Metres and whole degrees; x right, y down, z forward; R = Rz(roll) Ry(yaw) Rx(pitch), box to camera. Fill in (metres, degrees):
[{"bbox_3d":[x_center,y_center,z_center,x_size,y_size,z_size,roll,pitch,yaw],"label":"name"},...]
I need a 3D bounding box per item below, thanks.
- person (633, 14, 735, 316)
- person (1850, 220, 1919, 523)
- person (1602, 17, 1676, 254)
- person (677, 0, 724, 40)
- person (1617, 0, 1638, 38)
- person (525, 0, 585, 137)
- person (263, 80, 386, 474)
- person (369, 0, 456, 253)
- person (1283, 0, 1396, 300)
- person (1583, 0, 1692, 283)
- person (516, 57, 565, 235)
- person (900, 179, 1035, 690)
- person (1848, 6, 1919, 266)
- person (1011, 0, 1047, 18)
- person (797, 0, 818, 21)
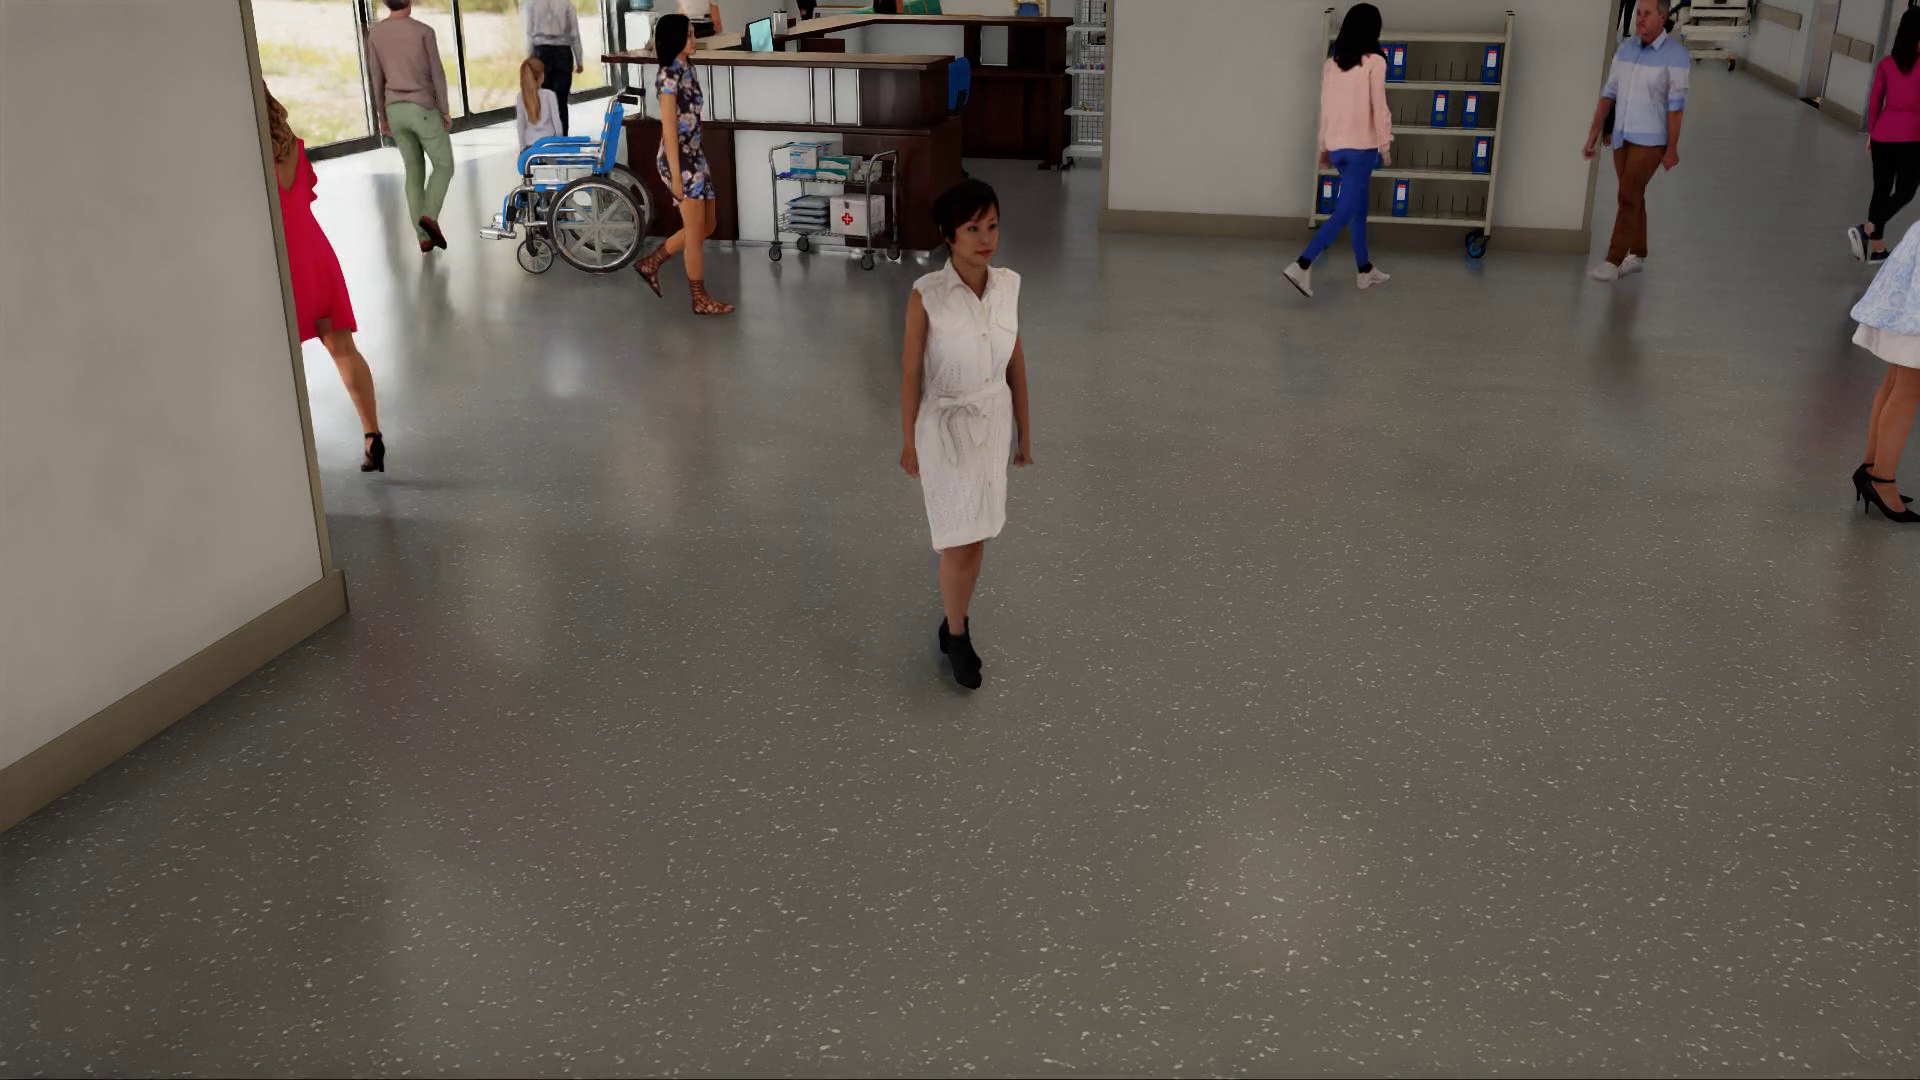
[{"bbox_3d":[-1.675,-2.168,9.721,0.861,1.724,0.654,4,21,9],"label":"person"},{"bbox_3d":[3.779,-0.975,6.446,0.743,1.813,0.721,8,22,20],"label":"person"},{"bbox_3d":[4.751,-2.803,11.534,0.819,1.627,0.756,-15,25,-34],"label":"person"},{"bbox_3d":[-2.892,-5.419,18.310,0.948,1.719,0.695,4,21,11],"label":"person"},{"bbox_3d":[12.706,-10.421,31.663,0.619,1.616,0.747,1,21,4],"label":"person"},{"bbox_3d":[-3.937,-4.613,16.109,1.177,1.771,0.979,-1,21,-3],"label":"person"},{"bbox_3d":[-2.658,-1.048,6.846,1.142,1.665,0.812,13,25,31],"label":"person"},{"bbox_3d":[-3.774,-2.869,11.396,0.827,1.847,0.826,3,21,9],"label":"person"},{"bbox_3d":[2.317,-2.323,10.114,1.207,1.734,1.149,-10,23,-25],"label":"person"},{"bbox_3d":[4.428,-2.578,10.701,1.098,1.796,1.021,-9,23,-23],"label":"person"},{"bbox_3d":[-3.121,-2.908,12.324,0.749,1.264,0.540,5,21,13],"label":"person"},{"bbox_3d":[-0.028,-0.334,5.133,0.705,1.544,0.764,-13,24,-30],"label":"person"},{"bbox_3d":[6.151,-2.616,10.957,1.006,1.686,0.980,-14,25,-33],"label":"person"},{"bbox_3d":[0.990,-7.540,24.036,0.460,1.630,0.694,6,21,15],"label":"person"},{"bbox_3d":[-2.389,-8.334,25.898,0.683,1.796,0.746,0,21,-1],"label":"person"}]
